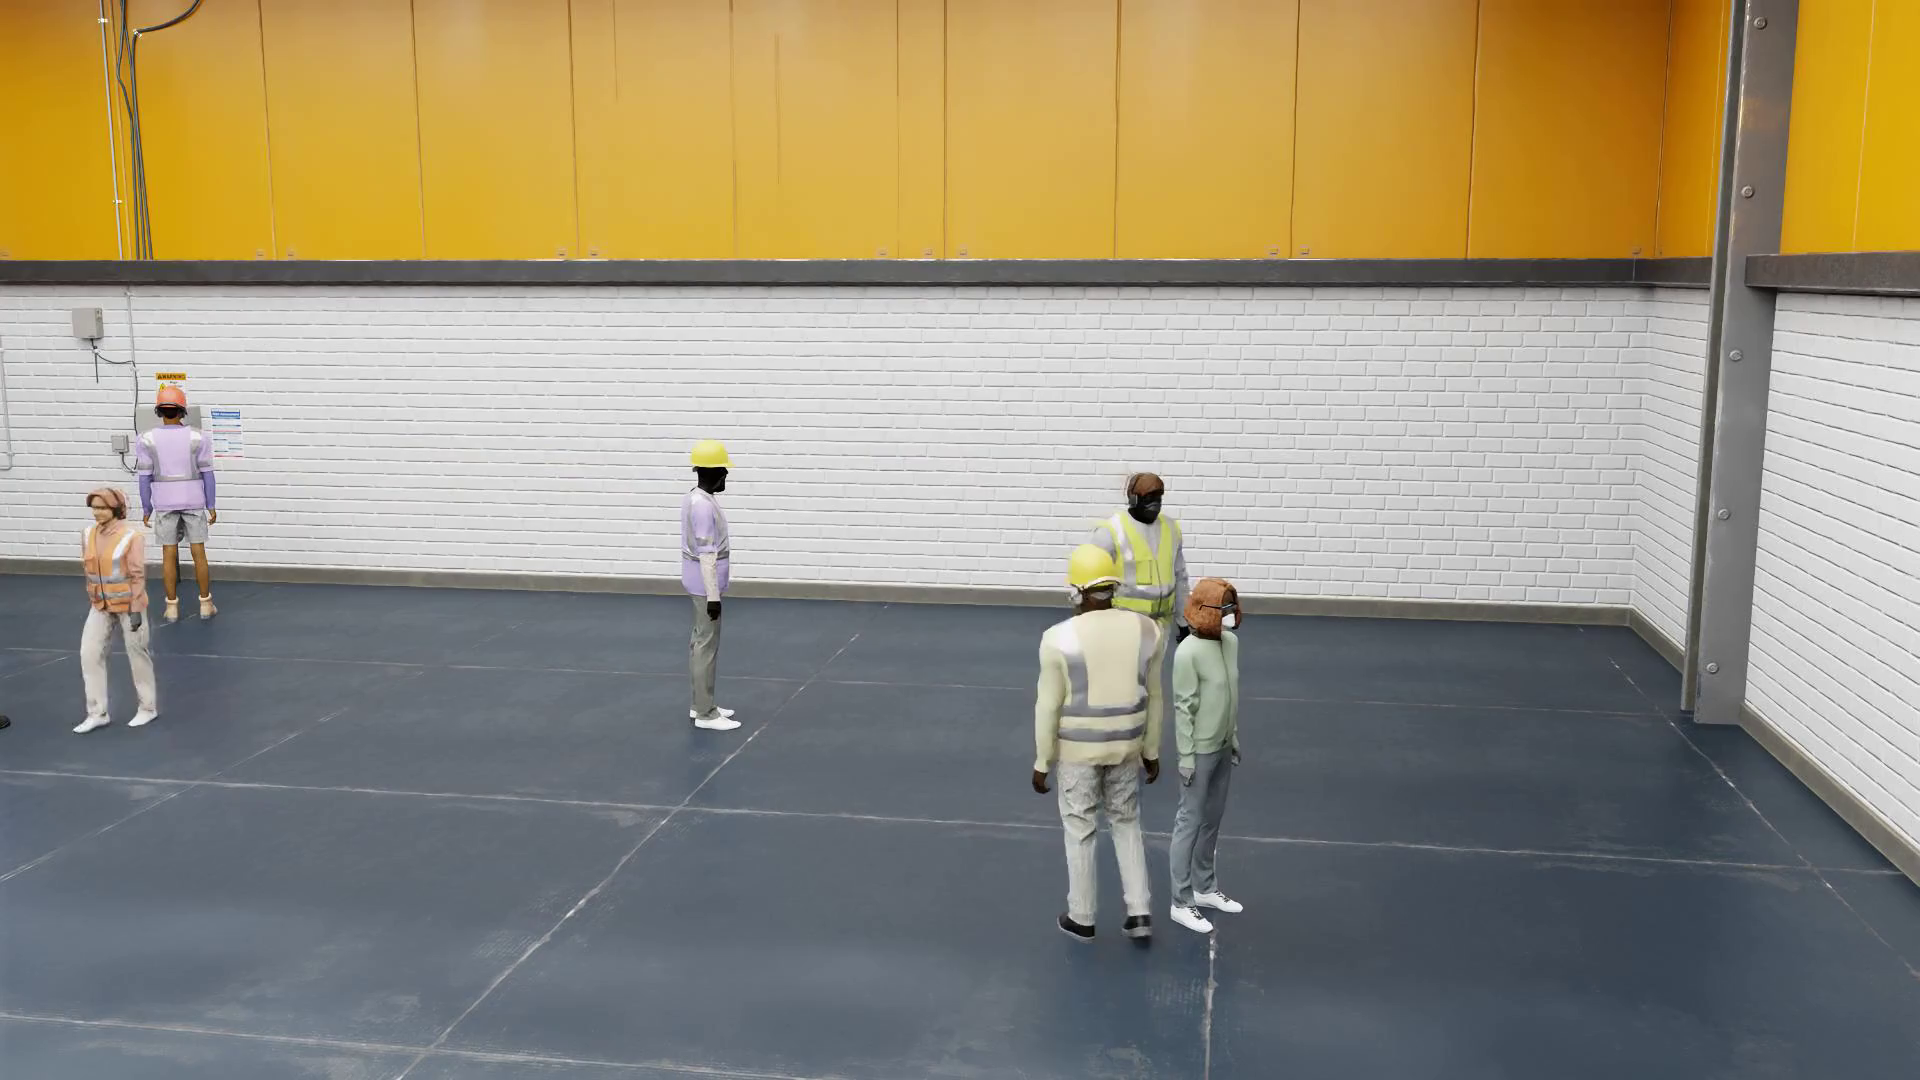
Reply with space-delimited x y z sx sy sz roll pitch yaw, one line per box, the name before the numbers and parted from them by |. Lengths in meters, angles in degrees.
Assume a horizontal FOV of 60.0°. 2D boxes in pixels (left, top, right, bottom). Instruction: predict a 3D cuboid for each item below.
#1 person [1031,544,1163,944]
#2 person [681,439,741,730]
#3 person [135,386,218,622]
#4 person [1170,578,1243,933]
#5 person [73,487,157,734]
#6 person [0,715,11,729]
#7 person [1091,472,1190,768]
person | 0.620 0.931 7.453 0.618 1.818 0.457 -3 10 -19
person | -1.660 0.293 11.039 0.366 1.926 0.594 -2 10 -14
person | -6.775 -0.313 14.421 0.604 2.044 0.375 -4 10 -23
person | 1.153 0.977 7.721 0.274 1.632 0.507 7 11 36
person | -5.585 0.471 10.902 0.542 1.614 0.663 3 10 17
person | -6.569 0.317 10.858 0.552 1.937 0.356 1 9 5
person | 1.113 0.495 10.093 0.657 1.826 0.485 -5 11 -31
